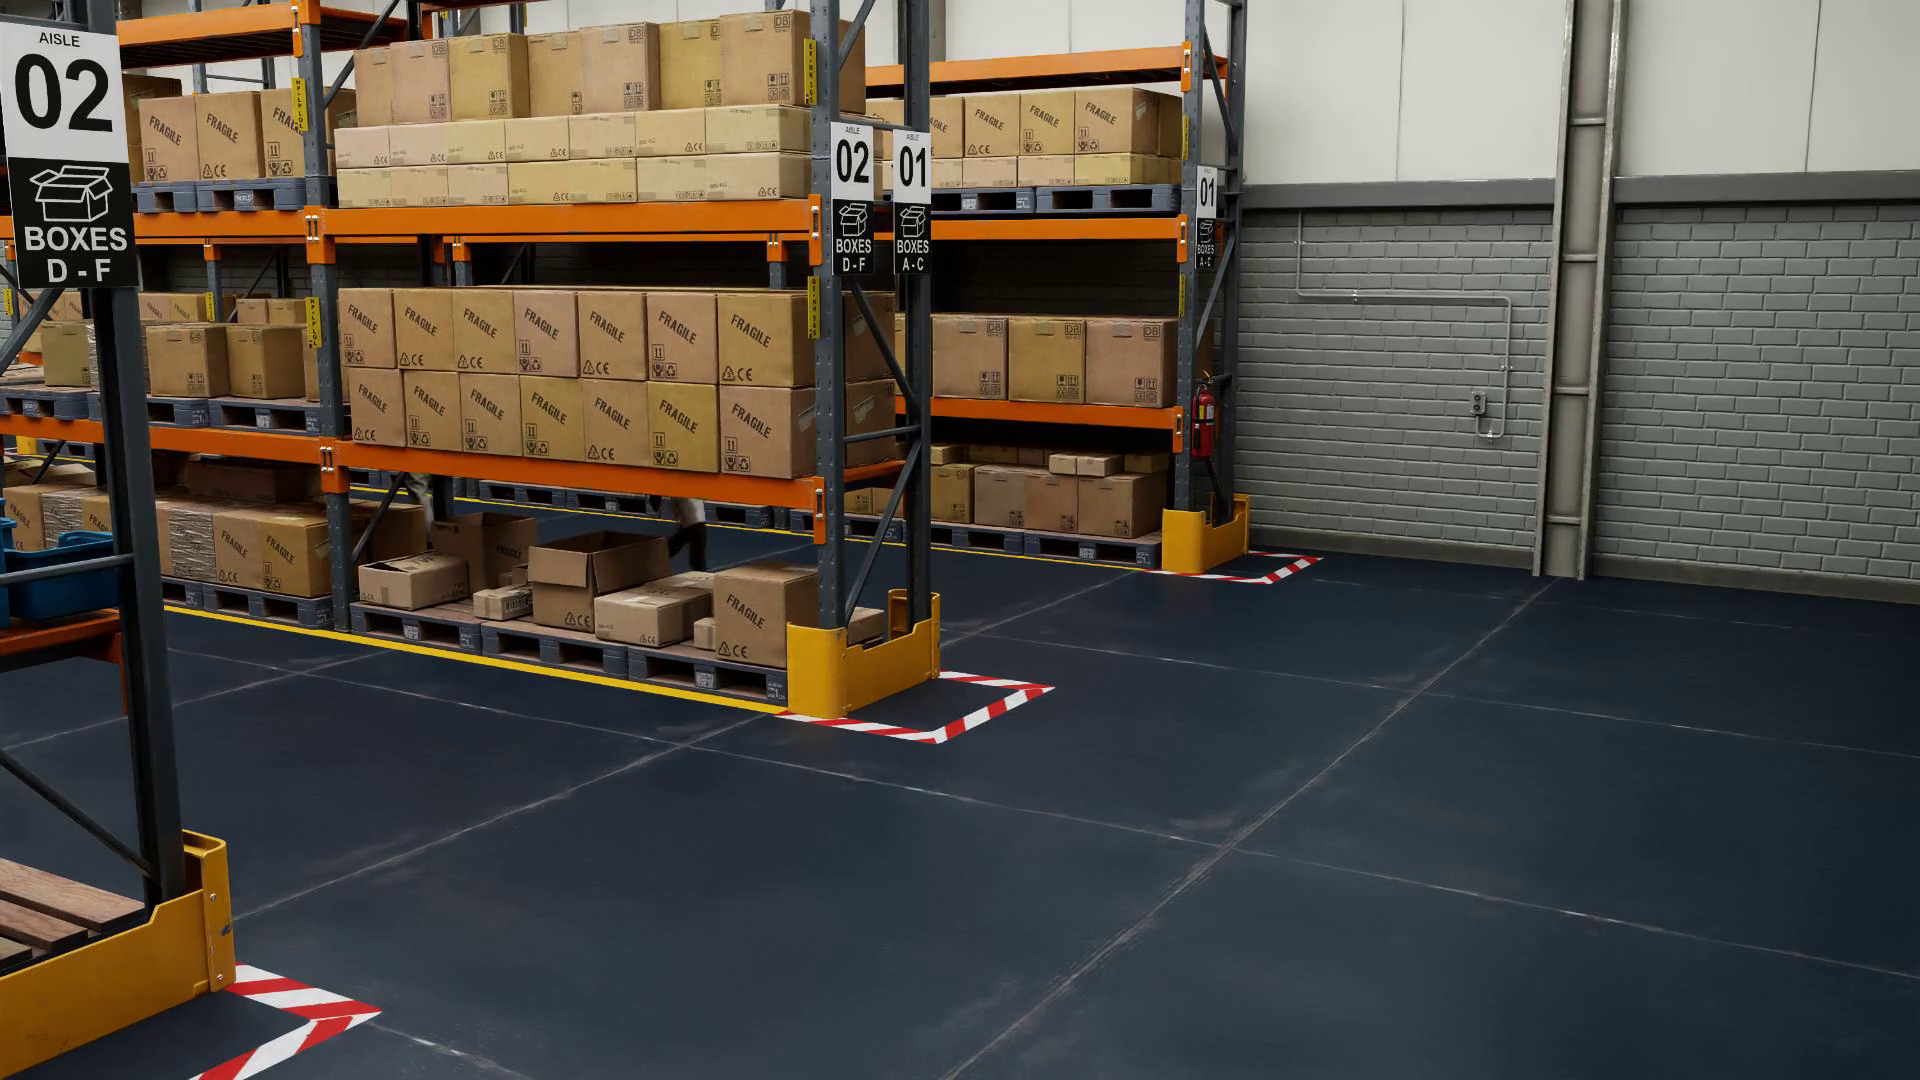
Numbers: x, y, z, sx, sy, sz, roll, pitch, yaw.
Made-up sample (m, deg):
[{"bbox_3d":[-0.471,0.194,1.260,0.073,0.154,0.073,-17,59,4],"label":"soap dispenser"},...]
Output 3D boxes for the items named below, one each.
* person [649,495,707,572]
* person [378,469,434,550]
[{"bbox_3d":[-1.983,-0.461,11.767,0.969,2.008,0.607,5,11,28],"label":"person"},{"bbox_3d":[-4.765,-0.795,14.286,0.758,1.797,0.621,5,11,27],"label":"person"}]
